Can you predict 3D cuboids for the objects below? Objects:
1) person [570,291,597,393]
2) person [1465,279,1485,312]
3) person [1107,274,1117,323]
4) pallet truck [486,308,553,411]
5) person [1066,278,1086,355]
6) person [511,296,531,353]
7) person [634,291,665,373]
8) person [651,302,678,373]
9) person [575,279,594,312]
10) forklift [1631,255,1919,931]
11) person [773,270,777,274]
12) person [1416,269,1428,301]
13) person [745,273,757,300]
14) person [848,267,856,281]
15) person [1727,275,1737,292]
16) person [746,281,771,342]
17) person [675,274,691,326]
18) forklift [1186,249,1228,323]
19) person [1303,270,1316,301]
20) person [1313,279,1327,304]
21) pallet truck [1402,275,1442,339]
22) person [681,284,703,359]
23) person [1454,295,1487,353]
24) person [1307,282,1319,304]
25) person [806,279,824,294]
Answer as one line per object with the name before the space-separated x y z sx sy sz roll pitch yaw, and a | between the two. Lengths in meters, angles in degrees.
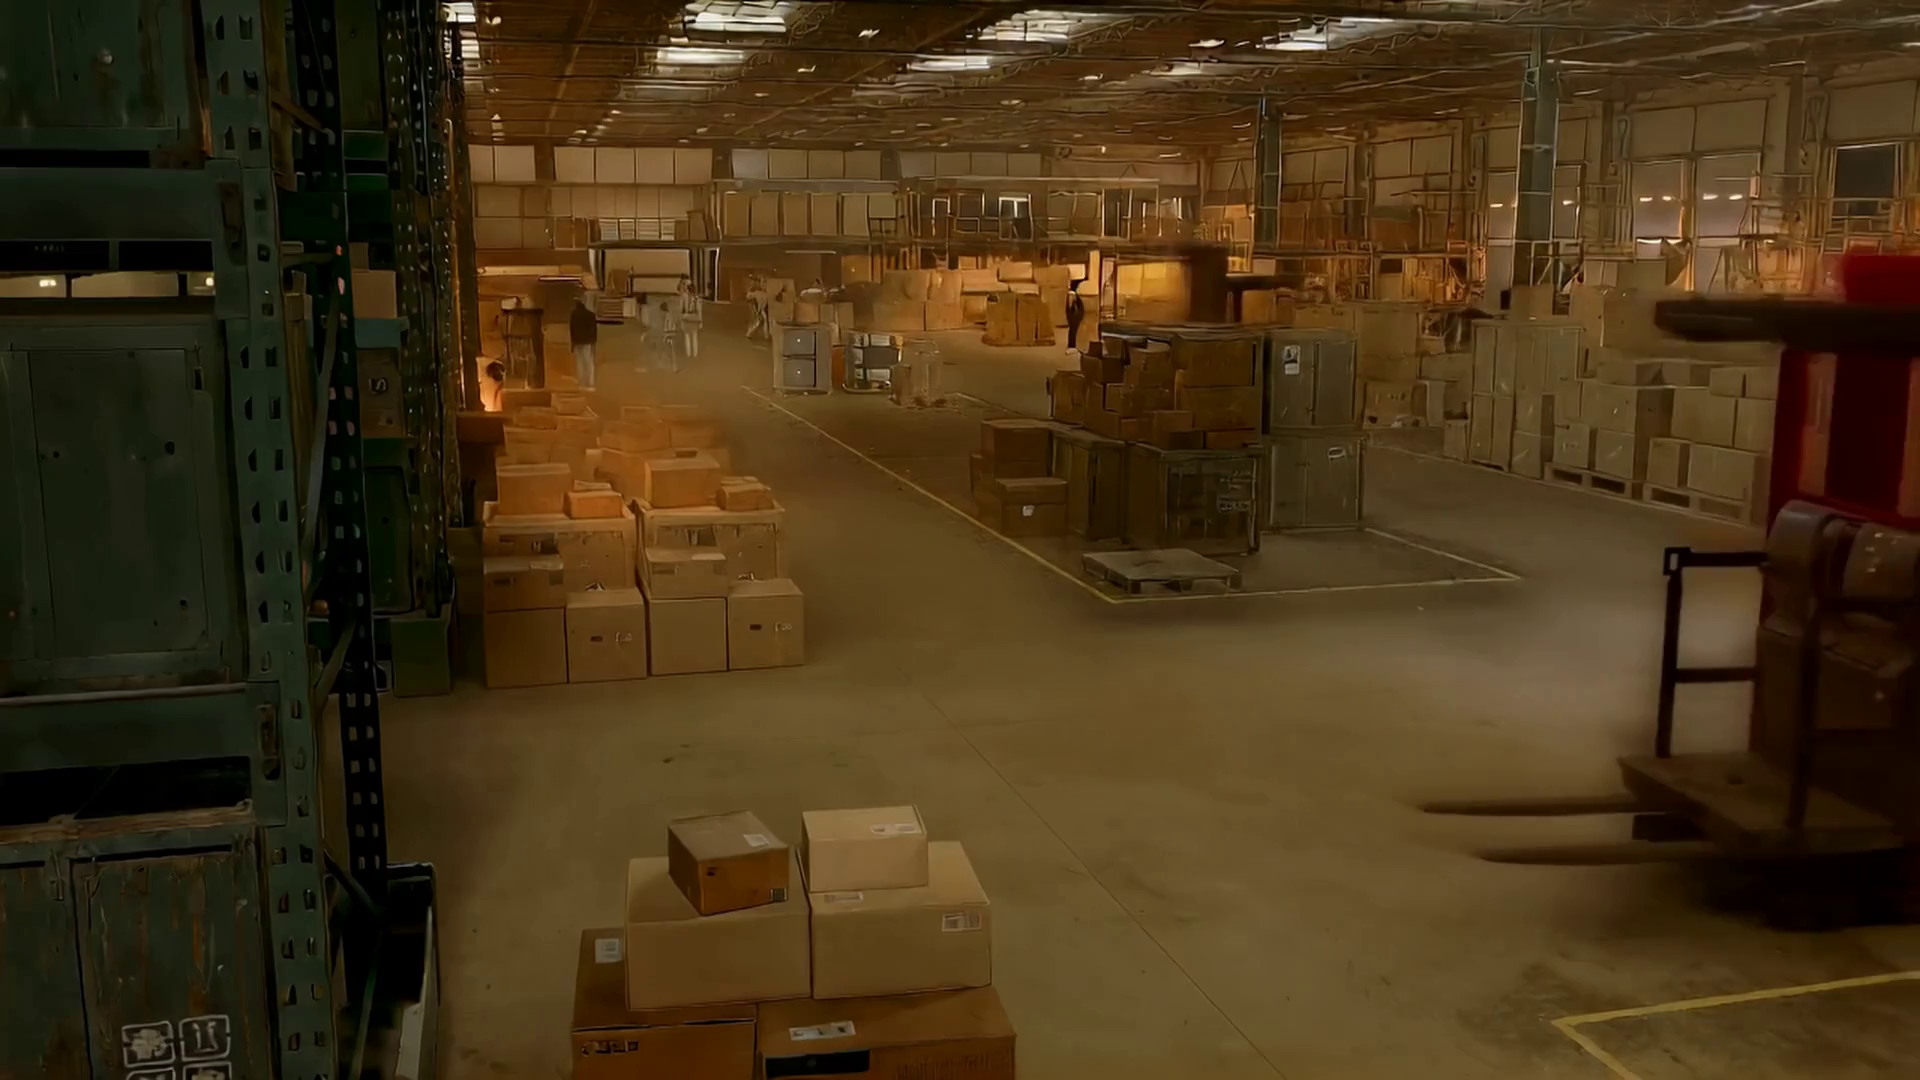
person | -7.409 -3.883 32.668 0.612 1.995 0.376 5 11 28
person | 16.560 -7.472 53.523 0.636 1.809 0.828 3 11 19
person | 5.655 -8.980 61.944 0.549 1.851 0.399 -10 14 -44
pallet truck | -6.242 -2.418 24.362 0.823 1.965 1.885 1 10 3
person | 3.082 -5.951 44.245 0.539 2.000 0.689 1 10 3
person | -10.596 -5.030 40.038 0.539 1.678 0.611 -1 10 -6
person | -7.076 -4.720 37.767 0.614 1.866 0.631 -4 11 -23
person | -6.712 -4.583 37.734 0.805 1.595 0.523 7 12 36
person | -11.000 -6.701 48.846 0.553 1.922 0.729 0 10 -1
forklift | 4.221 0.150 7.325 1.873 2.768 1.129 -1 10 -8
person | -8.248 -11.223 74.753 0.866 1.818 0.518 8 13 40
person | 20.923 -11.297 75.115 0.650 1.831 0.445 1 10 8
person | -9.348 -11.081 74.248 0.548 1.708 0.833 -3 10 -16
person | -4.863 -11.271 74.667 0.375 1.942 0.666 -2 10 -11
person | 26.467 -8.168 57.202 0.455 1.897 0.605 0 10 -1
person | -6.065 -6.864 49.966 0.698 1.851 0.528 4 11 24
person | -10.018 -8.694 60.212 0.596 1.897 0.828 -2 10 -9
forklift | 3.579 -2.836 24.231 1.873 2.768 1.129 4 11 24
person | 14.224 -10.052 67.797 0.558 1.926 0.630 8 13 39
person | 10.816 -6.917 50.177 0.646 1.898 1.032 -8 13 -40
pallet truck | 14.620 -7.324 52.145 0.823 1.965 1.885 8 13 40
person | -6.869 -5.610 42.654 0.561 1.916 0.552 -2 10 -14
person | 9.918 -3.798 32.392 0.651 1.922 0.453 -2 10 -10
person | 11.805 -7.736 55.343 0.537 1.698 0.320 2 10 10
person | -4.329 -6.936 50.277 0.613 1.872 0.952 4 11 24
